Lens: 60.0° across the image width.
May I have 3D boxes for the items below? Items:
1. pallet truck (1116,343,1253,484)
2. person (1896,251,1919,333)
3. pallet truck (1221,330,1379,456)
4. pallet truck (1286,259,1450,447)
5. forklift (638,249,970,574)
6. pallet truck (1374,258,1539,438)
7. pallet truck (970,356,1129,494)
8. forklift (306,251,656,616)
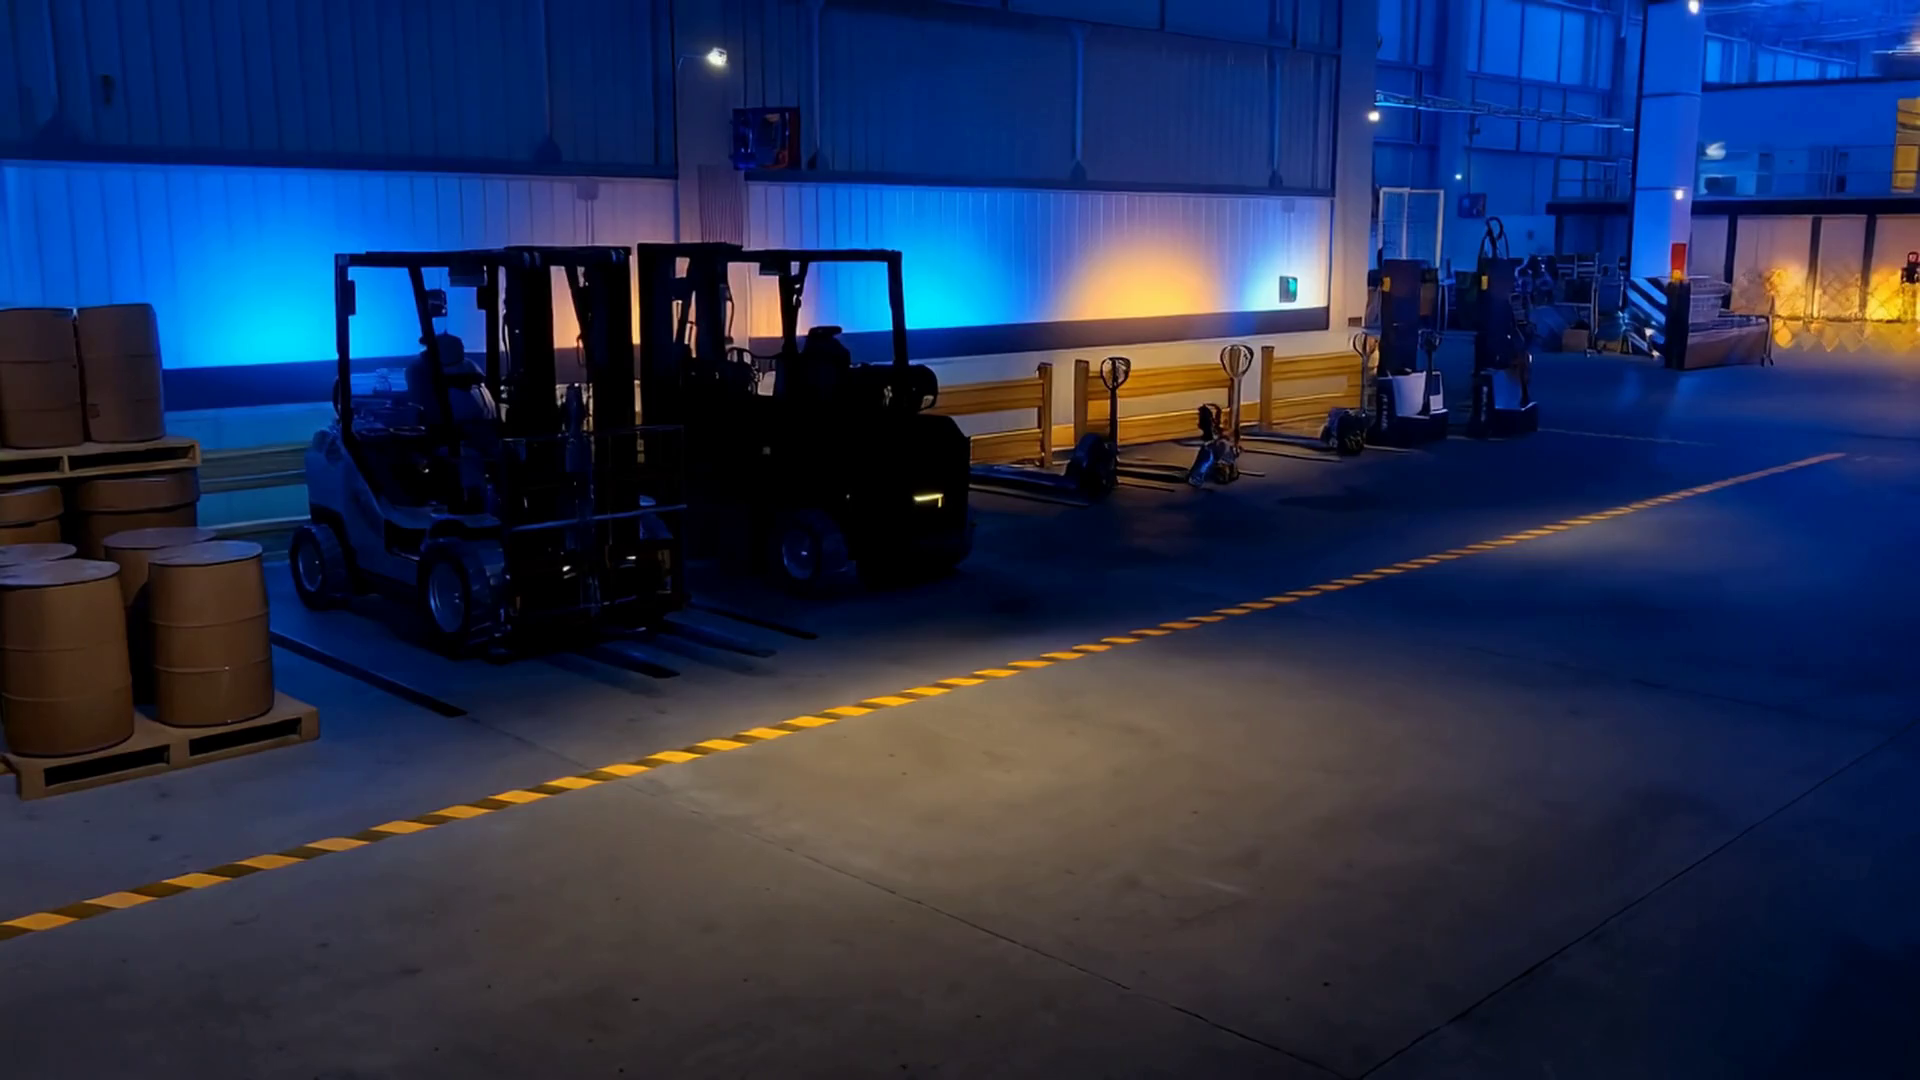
[{"bbox_3d":[1.962,-1.215,15.415,1.522,1.261,0.704,10,14,43],"label":"pallet truck"},{"bbox_3d":[21.903,-5.724,38.376,0.355,1.887,0.574,-10,14,-43],"label":"person"},{"bbox_3d":[3.563,-1.581,17.381,0.653,1.274,1.630,-10,14,-44],"label":"pallet truck"},{"bbox_3d":[4.493,-2.078,18.196,0.823,1.965,1.885,-9,14,-40],"label":"pallet truck"},{"bbox_3d":[-1.173,-0.958,11.239,2.680,1.987,1.157,10,14,43],"label":"forklift"},{"bbox_3d":[5.704,-2.208,18.901,1.885,1.965,0.823,10,14,43],"label":"pallet truck"},{"bbox_3d":[0.784,-1.085,14.876,0.680,1.201,1.601,-10,14,-44],"label":"pallet truck"},{"bbox_3d":[-2.833,-0.669,9.694,1.157,1.987,2.680,-10,14,-44],"label":"forklift"}]
